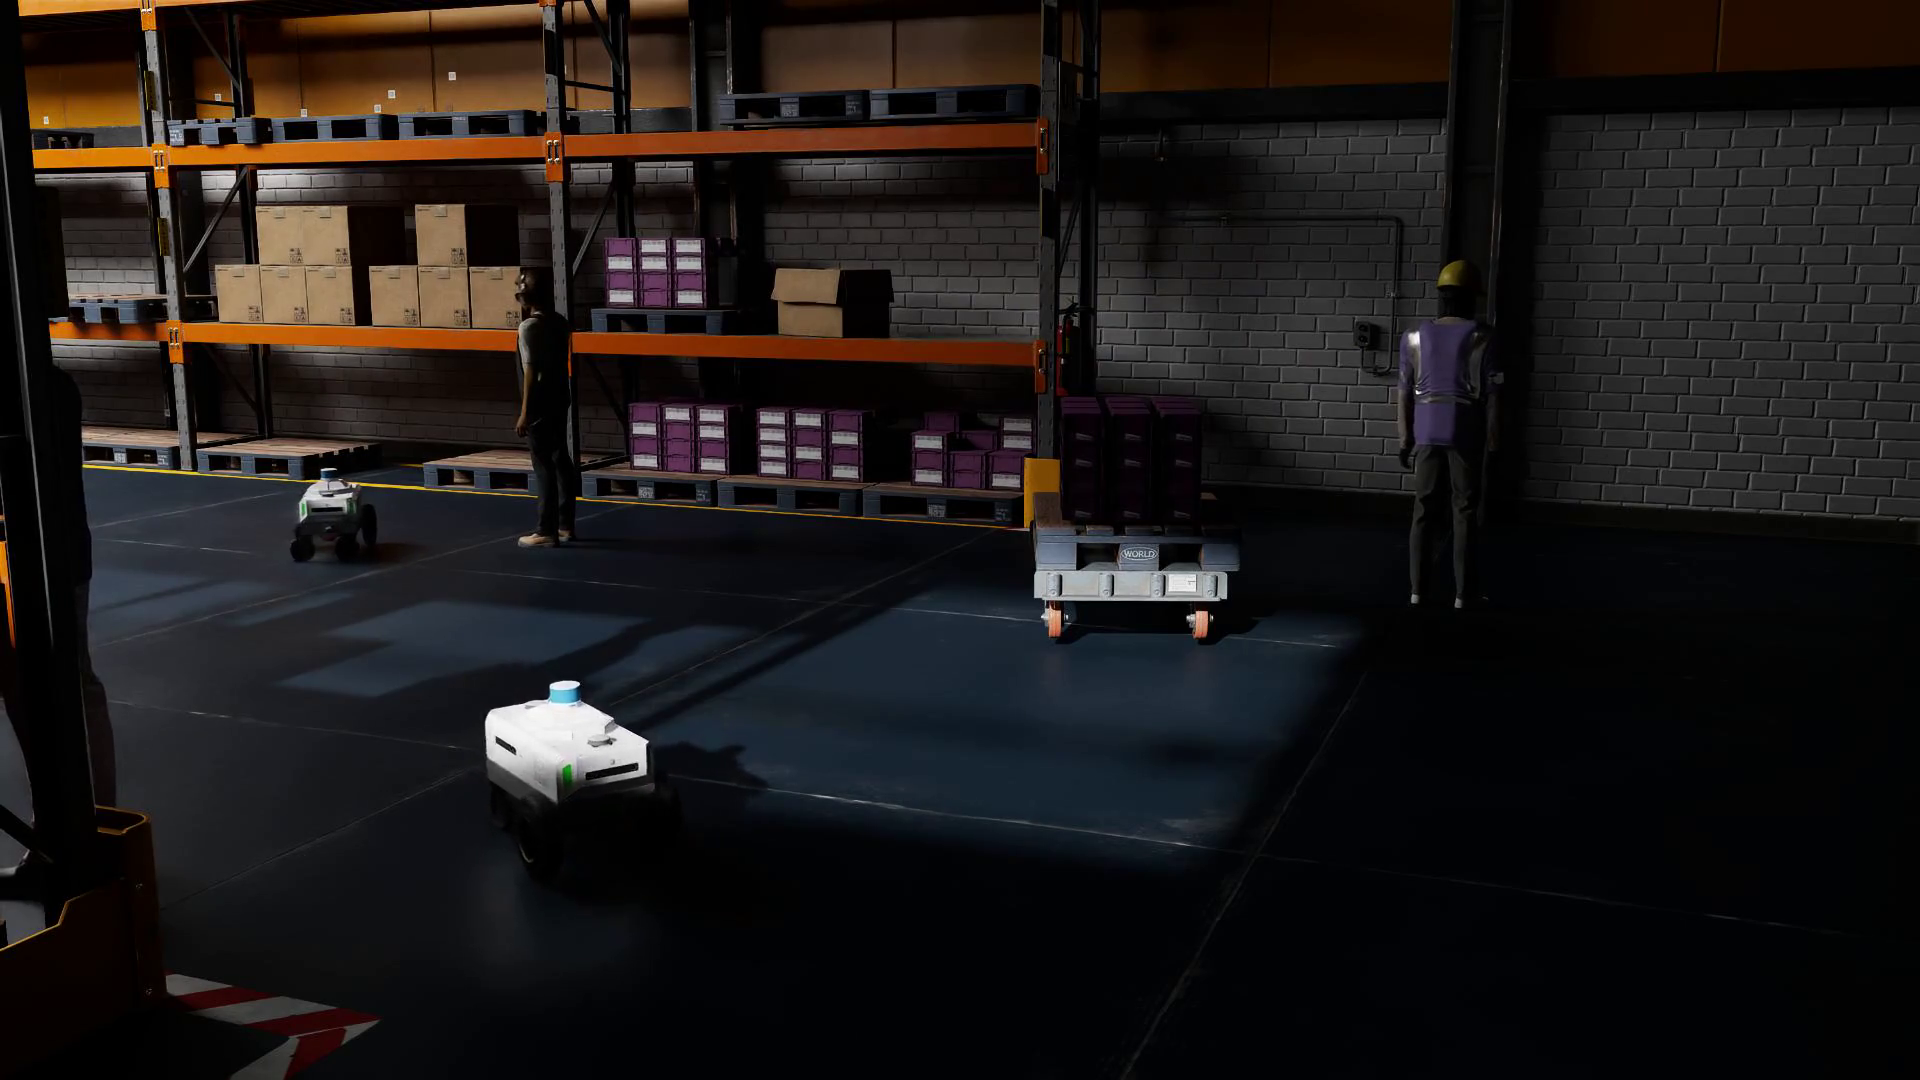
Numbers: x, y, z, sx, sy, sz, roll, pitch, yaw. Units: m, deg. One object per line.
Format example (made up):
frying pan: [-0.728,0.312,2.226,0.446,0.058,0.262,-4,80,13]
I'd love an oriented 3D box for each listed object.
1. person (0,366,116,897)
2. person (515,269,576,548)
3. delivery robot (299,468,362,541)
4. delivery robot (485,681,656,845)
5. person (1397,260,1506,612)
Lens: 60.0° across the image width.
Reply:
person: [-2.923,0.110,5.177,0.395,1.994,0.613,0,10,-2]
person: [-2.767,-0.865,11.040,0.345,1.840,0.504,3,11,17]
delivery robot: [-4.071,-0.221,10.772,0.477,0.478,0.707,-3,11,-16]
delivery robot: [-1.312,0.714,5.559,0.477,0.478,0.707,-7,13,-36]
person: [2.696,-0.565,9.145,0.585,1.920,0.382,7,12,34]
